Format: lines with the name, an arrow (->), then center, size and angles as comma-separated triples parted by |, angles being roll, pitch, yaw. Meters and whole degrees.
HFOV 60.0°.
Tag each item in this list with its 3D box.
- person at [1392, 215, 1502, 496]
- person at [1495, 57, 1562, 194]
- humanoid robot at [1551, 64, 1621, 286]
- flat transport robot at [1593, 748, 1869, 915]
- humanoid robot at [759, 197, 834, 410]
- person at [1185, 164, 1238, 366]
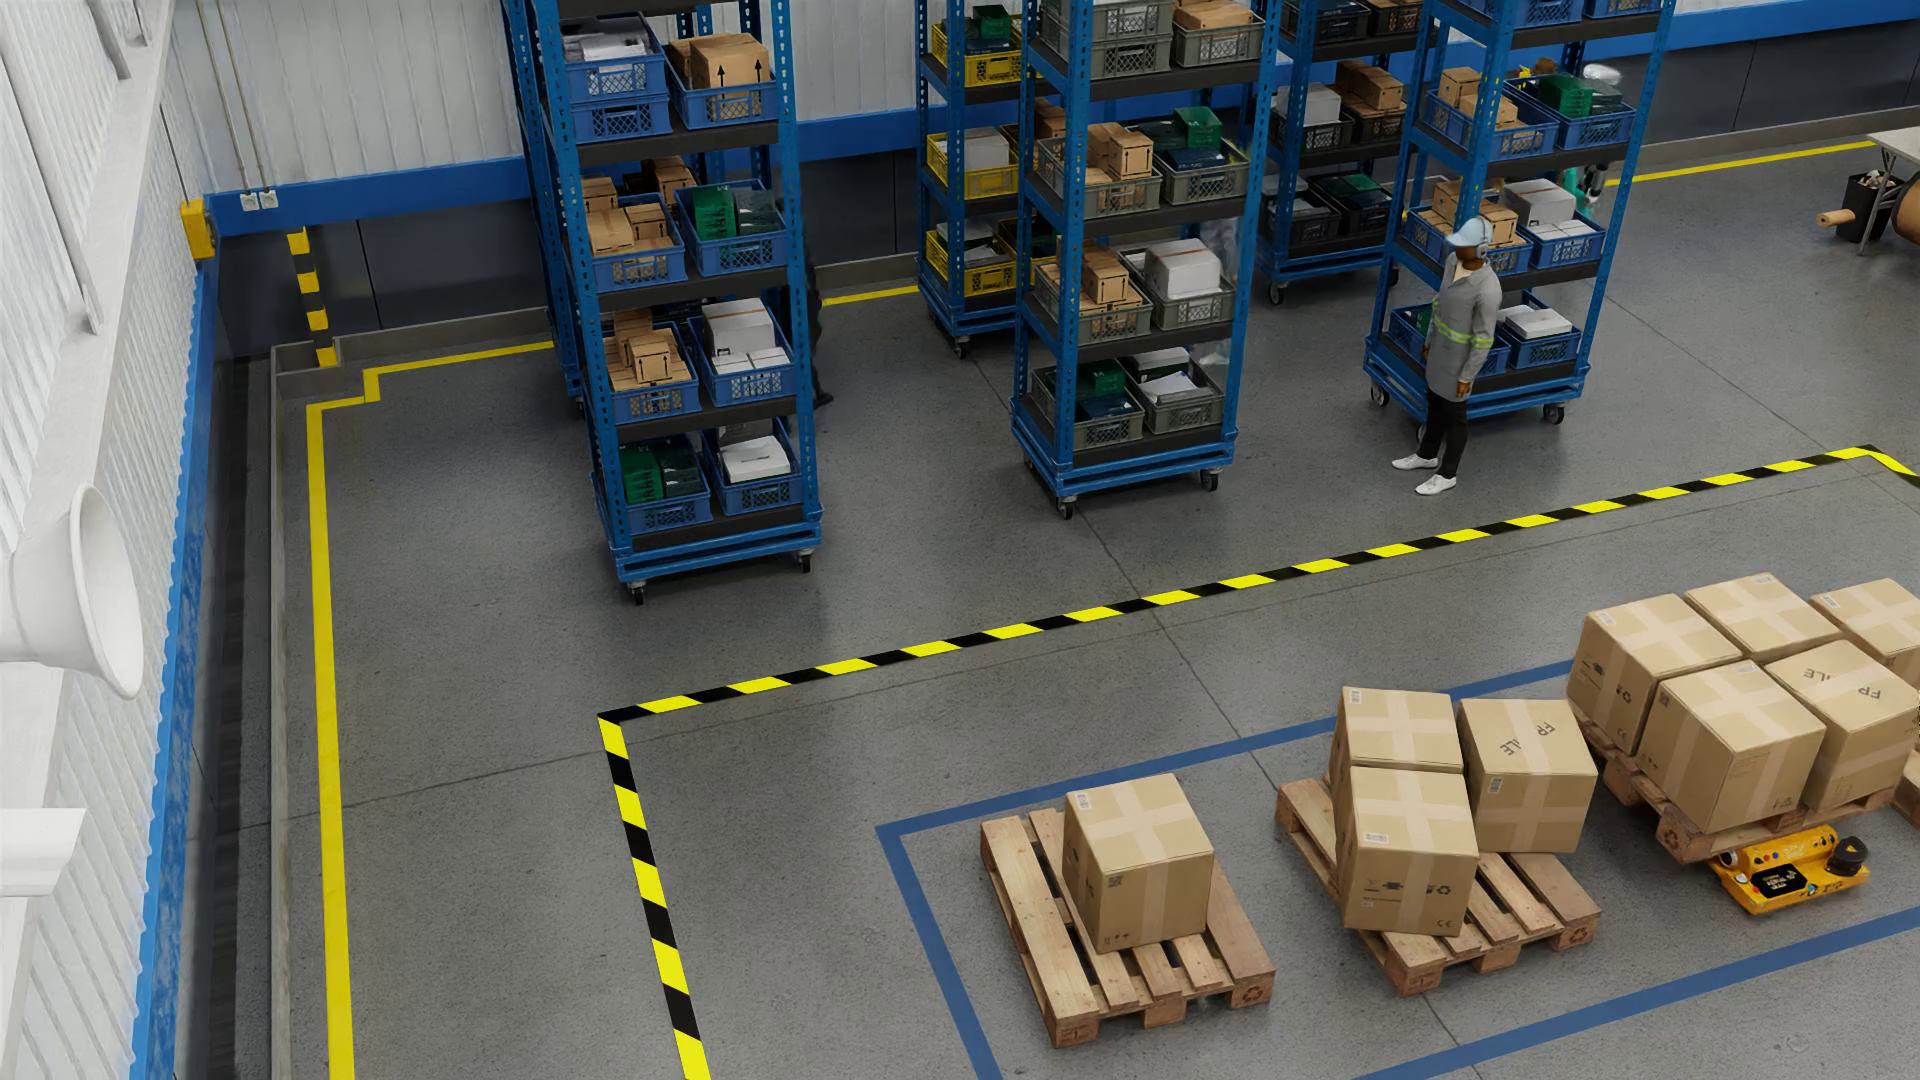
person -> 3.039, -1.144, 10.304 | 0.370, 1.853, 0.589 | -8, 36, -11
person -> 4.307, -2.752, 12.637 | 0.503, 1.811, 0.953 | 12, 37, 16
humanoid robot -> 4.853, -2.787, 12.775 | 0.739, 1.825, 0.558 | -19, 39, -25
flat transport robot -> 3.757, 1.220, 8.301 | 0.652, 0.197, 1.431 | -11, 37, -15
humanoid robot -> -1.145, -1.485, 10.958 | 0.751, 1.630, 0.599 | -27, 43, -33
person -> 1.631, -1.920, 11.523 | 0.842, 1.706, 0.514 | -9, 36, -12
